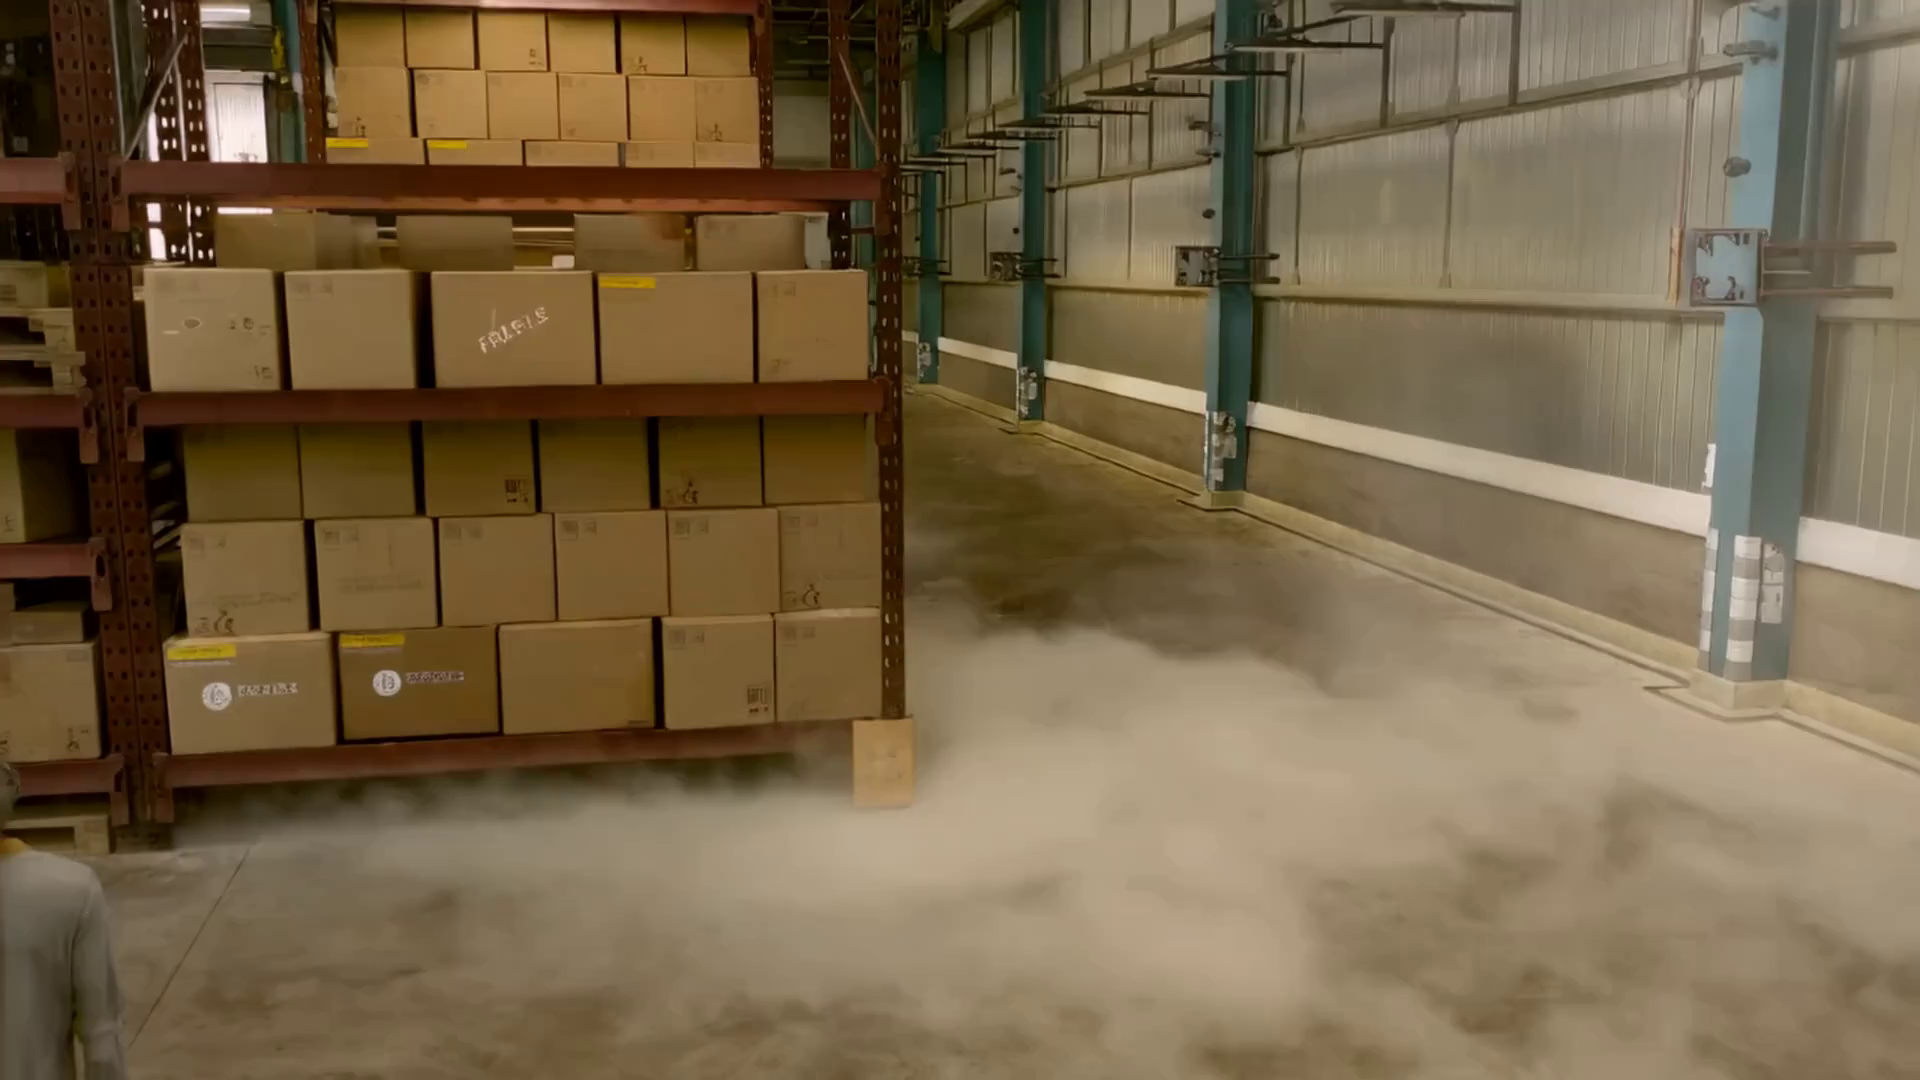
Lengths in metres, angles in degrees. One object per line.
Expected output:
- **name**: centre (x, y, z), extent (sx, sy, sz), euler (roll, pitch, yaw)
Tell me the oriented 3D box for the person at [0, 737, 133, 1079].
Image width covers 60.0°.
- **person**: centre (-2.407, 1.411, 4.170), extent (0.651, 1.904, 0.403), euler (-2, 10, -12)
